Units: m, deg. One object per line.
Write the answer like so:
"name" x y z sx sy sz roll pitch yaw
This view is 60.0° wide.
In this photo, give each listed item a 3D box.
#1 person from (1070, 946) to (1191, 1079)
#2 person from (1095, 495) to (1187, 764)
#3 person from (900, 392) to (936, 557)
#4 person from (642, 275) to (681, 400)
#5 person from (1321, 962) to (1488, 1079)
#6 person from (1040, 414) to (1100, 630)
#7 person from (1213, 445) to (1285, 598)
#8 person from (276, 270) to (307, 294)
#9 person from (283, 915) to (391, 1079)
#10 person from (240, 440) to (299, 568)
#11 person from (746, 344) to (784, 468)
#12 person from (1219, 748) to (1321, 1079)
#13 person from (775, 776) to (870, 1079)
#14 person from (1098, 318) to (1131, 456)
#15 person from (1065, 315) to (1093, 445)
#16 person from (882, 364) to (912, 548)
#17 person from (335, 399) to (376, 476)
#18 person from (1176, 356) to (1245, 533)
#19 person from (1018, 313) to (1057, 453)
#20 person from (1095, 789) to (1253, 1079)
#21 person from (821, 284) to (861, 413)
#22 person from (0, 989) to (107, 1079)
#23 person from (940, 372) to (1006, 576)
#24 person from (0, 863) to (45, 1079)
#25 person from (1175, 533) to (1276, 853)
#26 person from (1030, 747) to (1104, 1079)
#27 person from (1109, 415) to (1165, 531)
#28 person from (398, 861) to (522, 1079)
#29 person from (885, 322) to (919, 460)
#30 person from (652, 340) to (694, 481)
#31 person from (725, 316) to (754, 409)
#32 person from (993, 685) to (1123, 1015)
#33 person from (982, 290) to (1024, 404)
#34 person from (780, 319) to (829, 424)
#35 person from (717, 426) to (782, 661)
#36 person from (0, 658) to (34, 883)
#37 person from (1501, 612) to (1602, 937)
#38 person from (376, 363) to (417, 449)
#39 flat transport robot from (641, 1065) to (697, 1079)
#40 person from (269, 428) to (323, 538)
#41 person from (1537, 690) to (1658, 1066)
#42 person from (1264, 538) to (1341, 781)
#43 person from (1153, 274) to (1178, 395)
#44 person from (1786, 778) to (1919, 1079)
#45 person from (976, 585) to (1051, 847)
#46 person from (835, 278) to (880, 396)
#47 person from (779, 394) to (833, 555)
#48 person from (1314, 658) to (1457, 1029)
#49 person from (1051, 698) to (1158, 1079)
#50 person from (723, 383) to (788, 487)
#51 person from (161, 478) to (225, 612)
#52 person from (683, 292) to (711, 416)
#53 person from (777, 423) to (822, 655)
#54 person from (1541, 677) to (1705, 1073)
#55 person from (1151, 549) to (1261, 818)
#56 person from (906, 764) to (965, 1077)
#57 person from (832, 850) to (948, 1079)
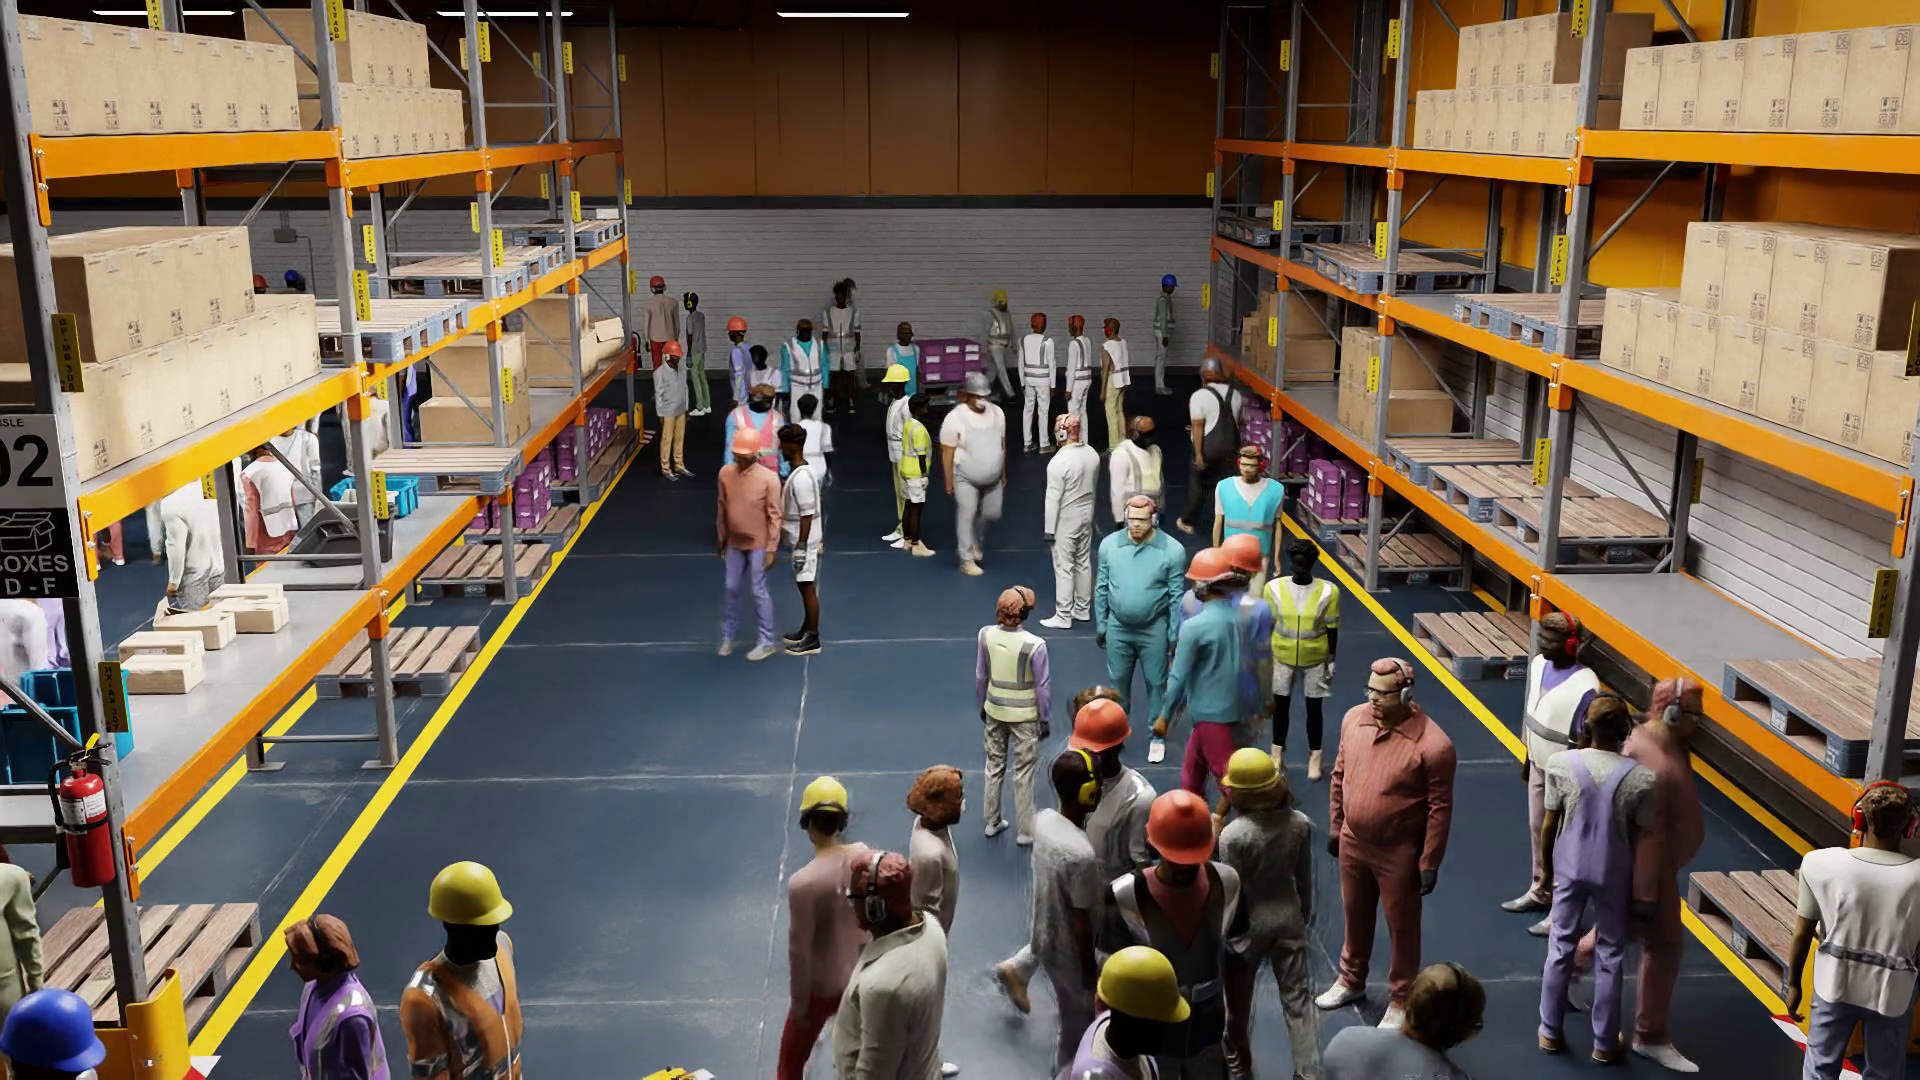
"person" 0.525 2.185 5.401 0.399 1.912 0.597 3 15 11
"person" 1.240 0.614 11.596 0.644 1.901 0.399 5 15 20
"person" -0.446 -0.674 17.061 0.322 1.692 0.532 -5 15 -17
"person" -4.738 -3.207 26.440 0.606 1.982 0.423 -7 16 -25
"person" 1.407 2.224 5.336 0.888 1.871 0.638 -10 18 -35
"person" 0.949 -0.164 14.647 0.399 1.902 0.644 12 18 38
"person" 2.358 0.116 13.657 0.567 1.841 0.377 2 14 8
"person" -11.077 -3.522 27.728 0.608 1.946 0.406 1 14 4
"person" -2.269 2.136 6.153 0.323 1.631 0.526 -10 17 -35
"person" -5.858 -0.047 14.175 0.402 1.909 0.599 3 15 13
"person" -2.427 -1.668 21.030 0.527 1.657 0.848 5 15 18
"person" 1.393 1.746 7.563 0.522 1.683 0.908 -4 15 -17
"person" -0.549 1.860 7.098 0.783 1.698 0.534 11 18 37
"person" 2.058 -2.023 22.085 0.397 1.836 0.565 10 17 34
"person" 1.563 -2.052 22.102 0.360 1.878 0.590 7 16 26
"person" -0.624 -0.879 17.393 0.373 1.928 0.584 -4 15 -15
"person" -7.630 -1.671 20.897 0.484 1.737 0.316 -14 20 -43
"person" 2.735 -1.000 17.643 0.722 2.000 1.050 -7 16 -26
"person" 1.046 -2.102 22.287 0.576 1.883 0.354 10 17 34
"person" 0.824 1.888 6.332 0.619 2.028 0.409 -3 15 -13
"person" -1.801 -2.906 25.290 0.606 1.958 0.367 -1 14 -2
"person" -2.710 2.258 5.060 0.402 1.937 0.604 0 14 -1
"person" 0.154 -0.663 16.320 0.714 2.000 0.611 -9 17 -30
"person" -4.155 1.911 7.049 0.506 1.628 0.292 -8 16 -27
"person" 1.586 0.938 10.092 0.619 2.015 0.568 12 18 38
"person" 0.486 1.782 7.115 0.480 1.846 0.548 -6 15 -21
"person" 1.604 -0.251 15.159 0.521 1.822 0.707 13 19 41
"person" -1.714 2.041 5.933 0.363 1.928 0.587 3 15 13
"person" -0.740 -1.931 21.703 0.508 1.837 0.330 -9 17 -32
"person" -3.547 -1.616 20.657 0.353 1.744 0.567 8 16 29
"person" -2.824 -1.903 21.393 0.376 1.939 0.547 3 15 13
"person" 0.563 1.561 8.030 0.737 1.827 0.515 2 14 6
"person" 0.649 -3.048 26.199 0.922 1.782 0.616 11 18 37
"person" -2.066 -2.028 22.109 0.635 1.834 0.443 -7 16 -25
"person" -1.760 0.020 13.781 0.639 1.981 0.413 8 17 30
"person" -5.613 1.096 9.415 0.537 2.000 0.689 2 14 6
"person" 3.293 1.272 9.140 0.386 1.836 0.563 -2 15 -10
"person" -7.022 -1.765 20.646 0.537 2.000 0.682 -3 15 -13
"flat transport robot" -1.095 2.611 6.999 0.652 0.197 1.431 -13 19 -41
"person" -6.193 -0.376 15.437 0.547 1.926 0.401 -2 14 -7
"person" 2.996 1.590 7.866 0.507 1.847 0.345 8 16 28
"person" 2.299 0.798 11.292 0.537 1.688 0.319 4 15 16
"person" 3.328 -3.341 27.033 0.402 1.941 0.602 2 14 8
"person" 3.677 1.871 6.788 0.560 1.836 0.393 8 16 29
"person" 0.330 1.083 10.267 0.525 1.639 0.307 10 17 35
"person" -1.687 -3.255 26.773 0.903 1.899 0.647 3 15 10
"person" -1.579 -0.680 17.184 0.545 1.641 0.862 -6 16 -24
"person" 2.059 1.488 8.145 0.404 1.906 0.652 -12 19 -39
"person" 0.635 1.628 7.559 0.387 1.929 0.544 -13 19 -41
"person" -2.071 -0.684 16.883 0.656 1.804 0.455 -5 15 -18
"person" -5.966 0.229 13.026 0.372 1.940 0.632 4 15 15
"person" -3.994 -2.806 25.110 0.328 1.861 0.507 4 15 15
"person" -1.335 -0.013 13.922 0.368 1.963 0.609 -1 14 -5
"person" 3.241 1.552 7.976 0.689 1.890 0.684 7 16 25
"person" 1.568 1.026 9.930 1.049 1.940 0.612 12 18 38
"person" -0.126 1.785 7.545 0.298 1.626 0.500 0 14 -1
"person" -0.262 2.025 6.065 0.403 1.897 0.654 3 15 12
